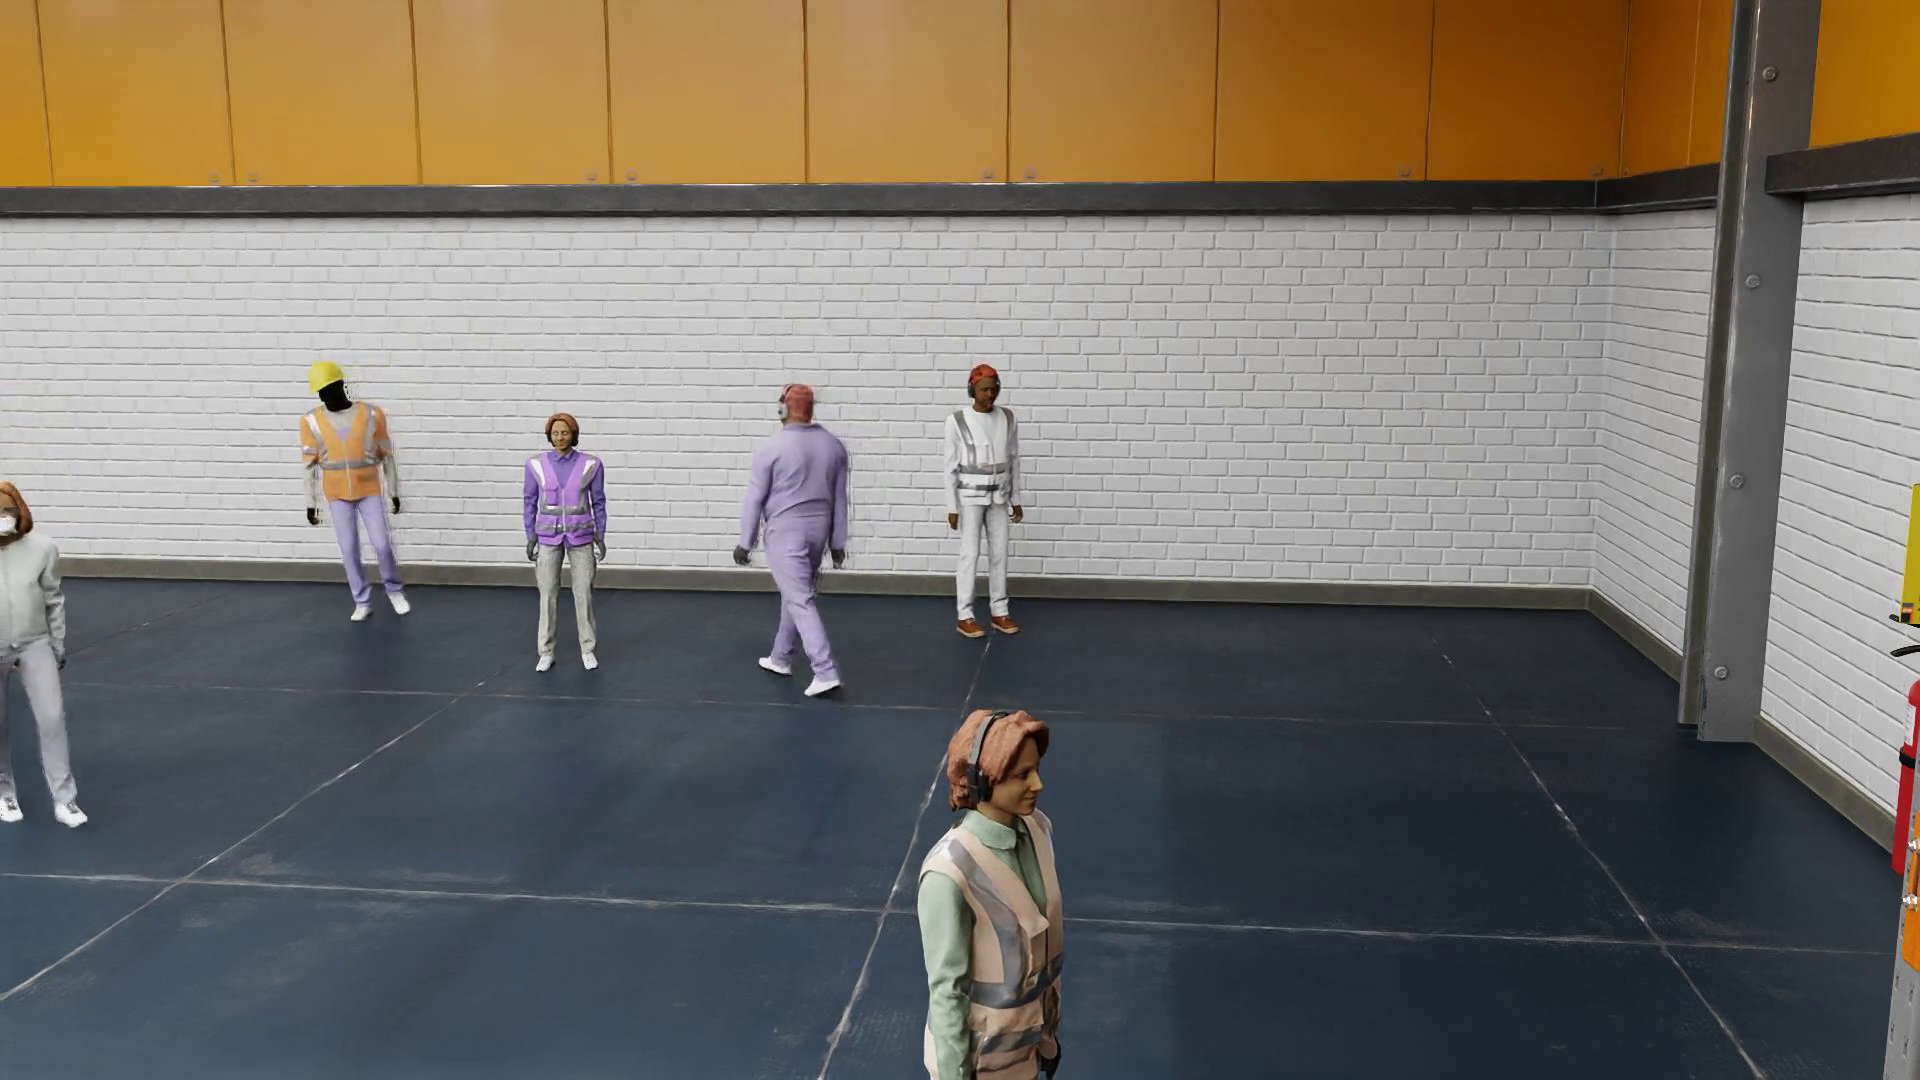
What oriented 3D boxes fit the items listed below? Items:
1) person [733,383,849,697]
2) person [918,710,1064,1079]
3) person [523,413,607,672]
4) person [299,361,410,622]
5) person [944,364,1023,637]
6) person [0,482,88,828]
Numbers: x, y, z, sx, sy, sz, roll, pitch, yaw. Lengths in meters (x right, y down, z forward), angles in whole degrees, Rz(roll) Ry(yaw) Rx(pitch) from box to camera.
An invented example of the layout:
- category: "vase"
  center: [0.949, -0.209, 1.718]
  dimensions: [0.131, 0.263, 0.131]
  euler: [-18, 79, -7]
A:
- category: "person"
  center: [-0.981, -0.012, 10.014]
  dimensions: [0.650, 1.865, 0.985]
  euler: [-9, 14, -43]
- category: "person"
  center: [0.075, 1.182, 3.792]
  dimensions: [0.308, 1.641, 0.514]
  euler: [5, 11, 26]
- category: "person"
  center: [-2.485, 0.012, 10.487]
  dimensions: [0.512, 1.642, 0.312]
  euler: [-2, 10, -10]
- category: "person"
  center: [-4.327, -0.339, 11.813]
  dimensions: [0.633, 1.879, 0.492]
  euler: [-2, 10, -13]
- category: "person"
  center: [0.158, -0.268, 11.429]
  dimensions: [0.588, 1.874, 0.348]
  euler: [-6, 11, -29]
- category: "person"
  center: [-4.302, 0.540, 7.566]
  dimensions: [0.514, 1.609, 0.725]
  euler: [-9, 13, -42]
